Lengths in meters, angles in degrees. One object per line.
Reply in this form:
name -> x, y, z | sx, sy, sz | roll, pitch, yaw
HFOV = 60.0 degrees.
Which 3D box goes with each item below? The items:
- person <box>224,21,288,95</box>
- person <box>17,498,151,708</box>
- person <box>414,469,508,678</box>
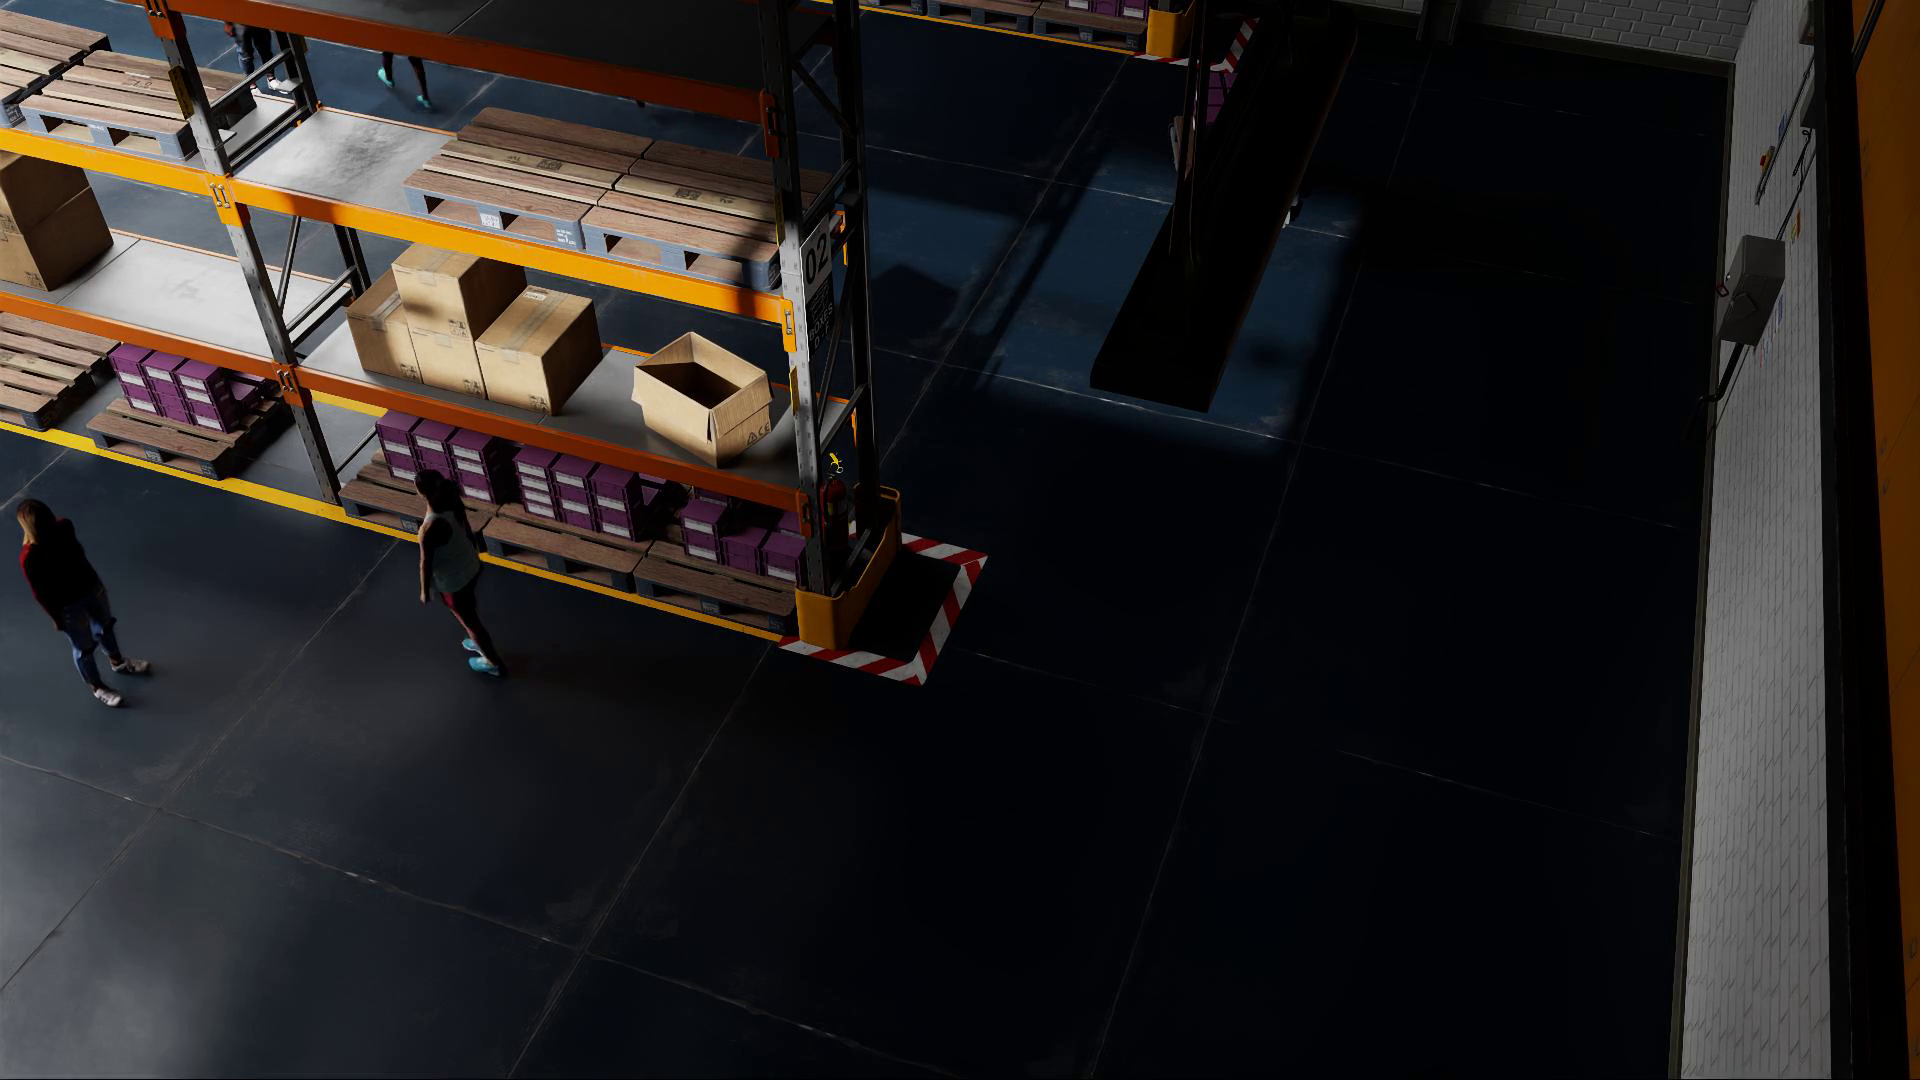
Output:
person -> -7.037, -5.208, 16.338 | 0.689, 1.812, 0.755 | 26, 49, 25
person -> -5.647, 0.359, 10.624 | 0.541, 1.634, 0.625 | 9, 44, 9
person -> -3.146, 0.260, 10.640 | 0.634, 1.755, 0.575 | 13, 45, 13
